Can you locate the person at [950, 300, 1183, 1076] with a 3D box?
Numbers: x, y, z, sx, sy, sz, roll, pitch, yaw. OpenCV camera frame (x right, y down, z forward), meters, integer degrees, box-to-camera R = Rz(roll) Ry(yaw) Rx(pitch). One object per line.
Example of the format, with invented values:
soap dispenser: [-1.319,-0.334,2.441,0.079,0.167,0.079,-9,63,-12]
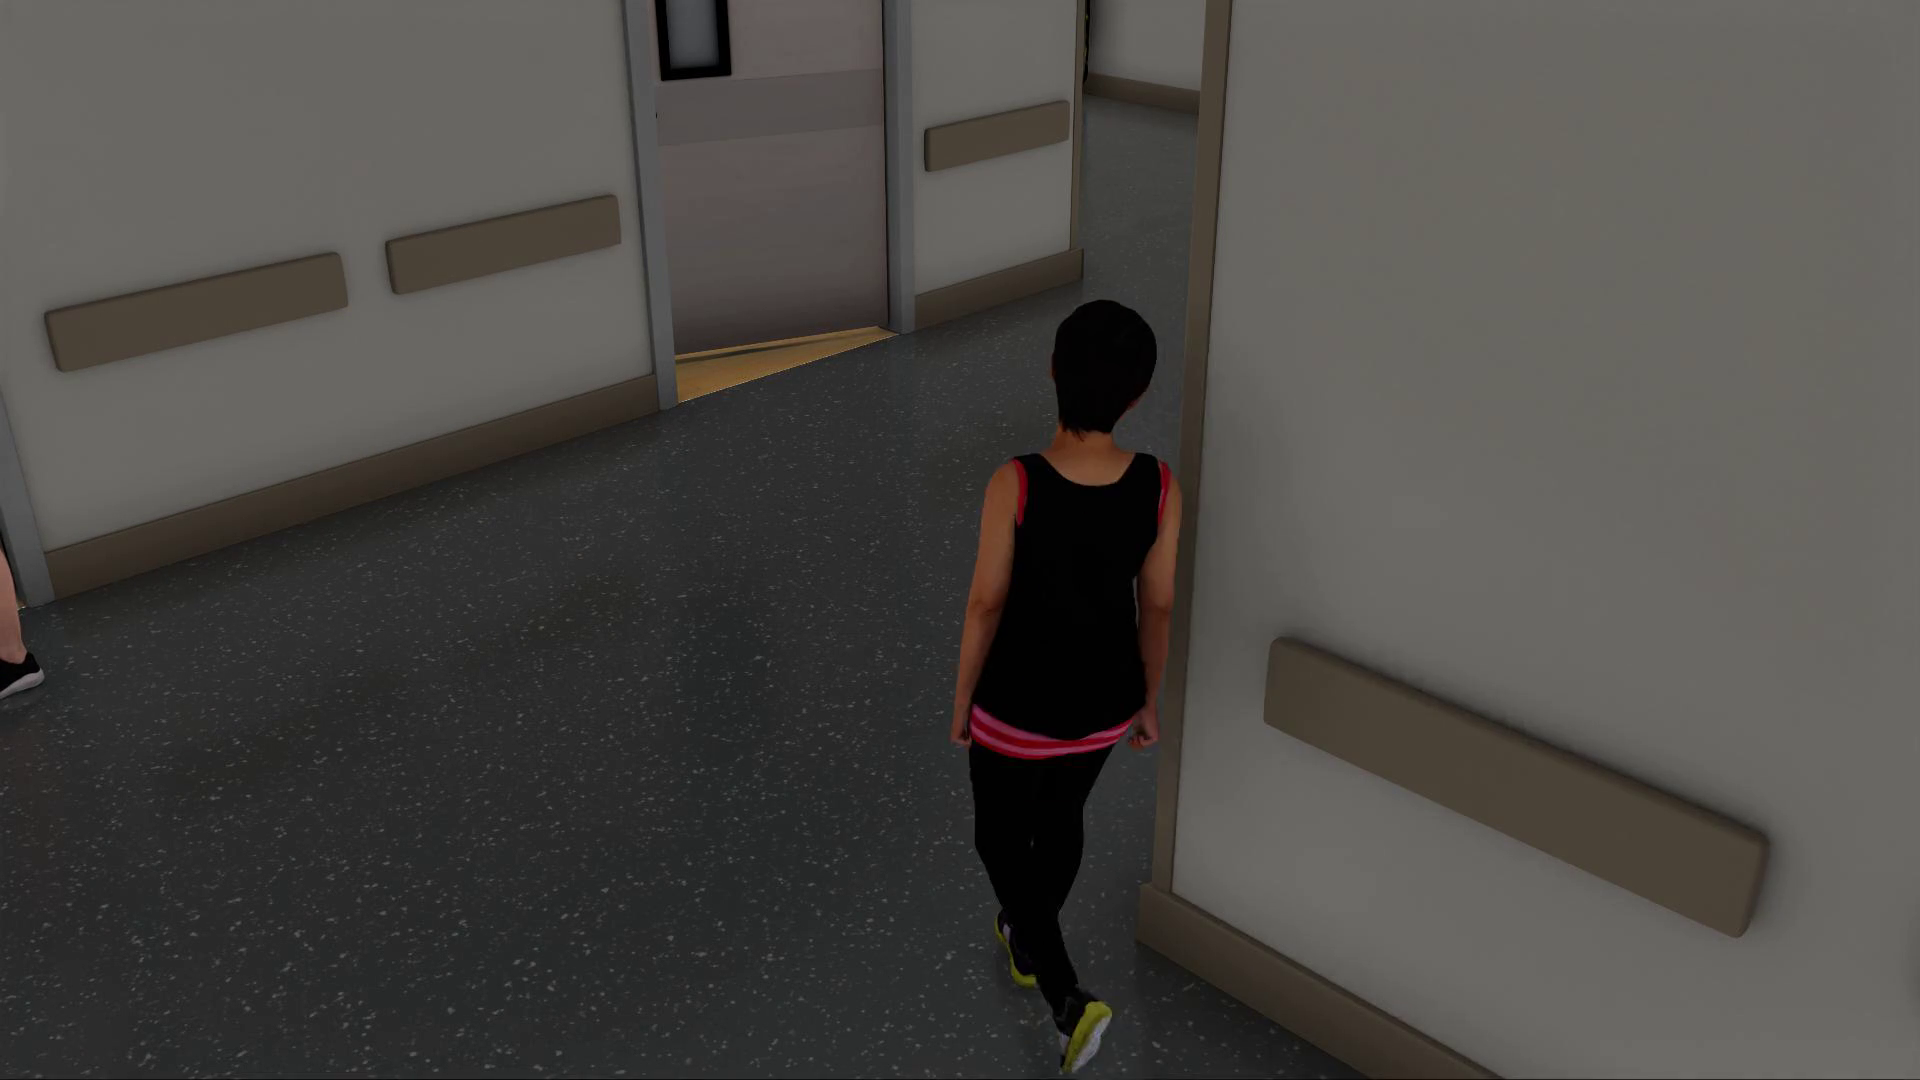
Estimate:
person: [0.209,0.335,3.178,0.931,1.522,0.905,-8,27,-16]
